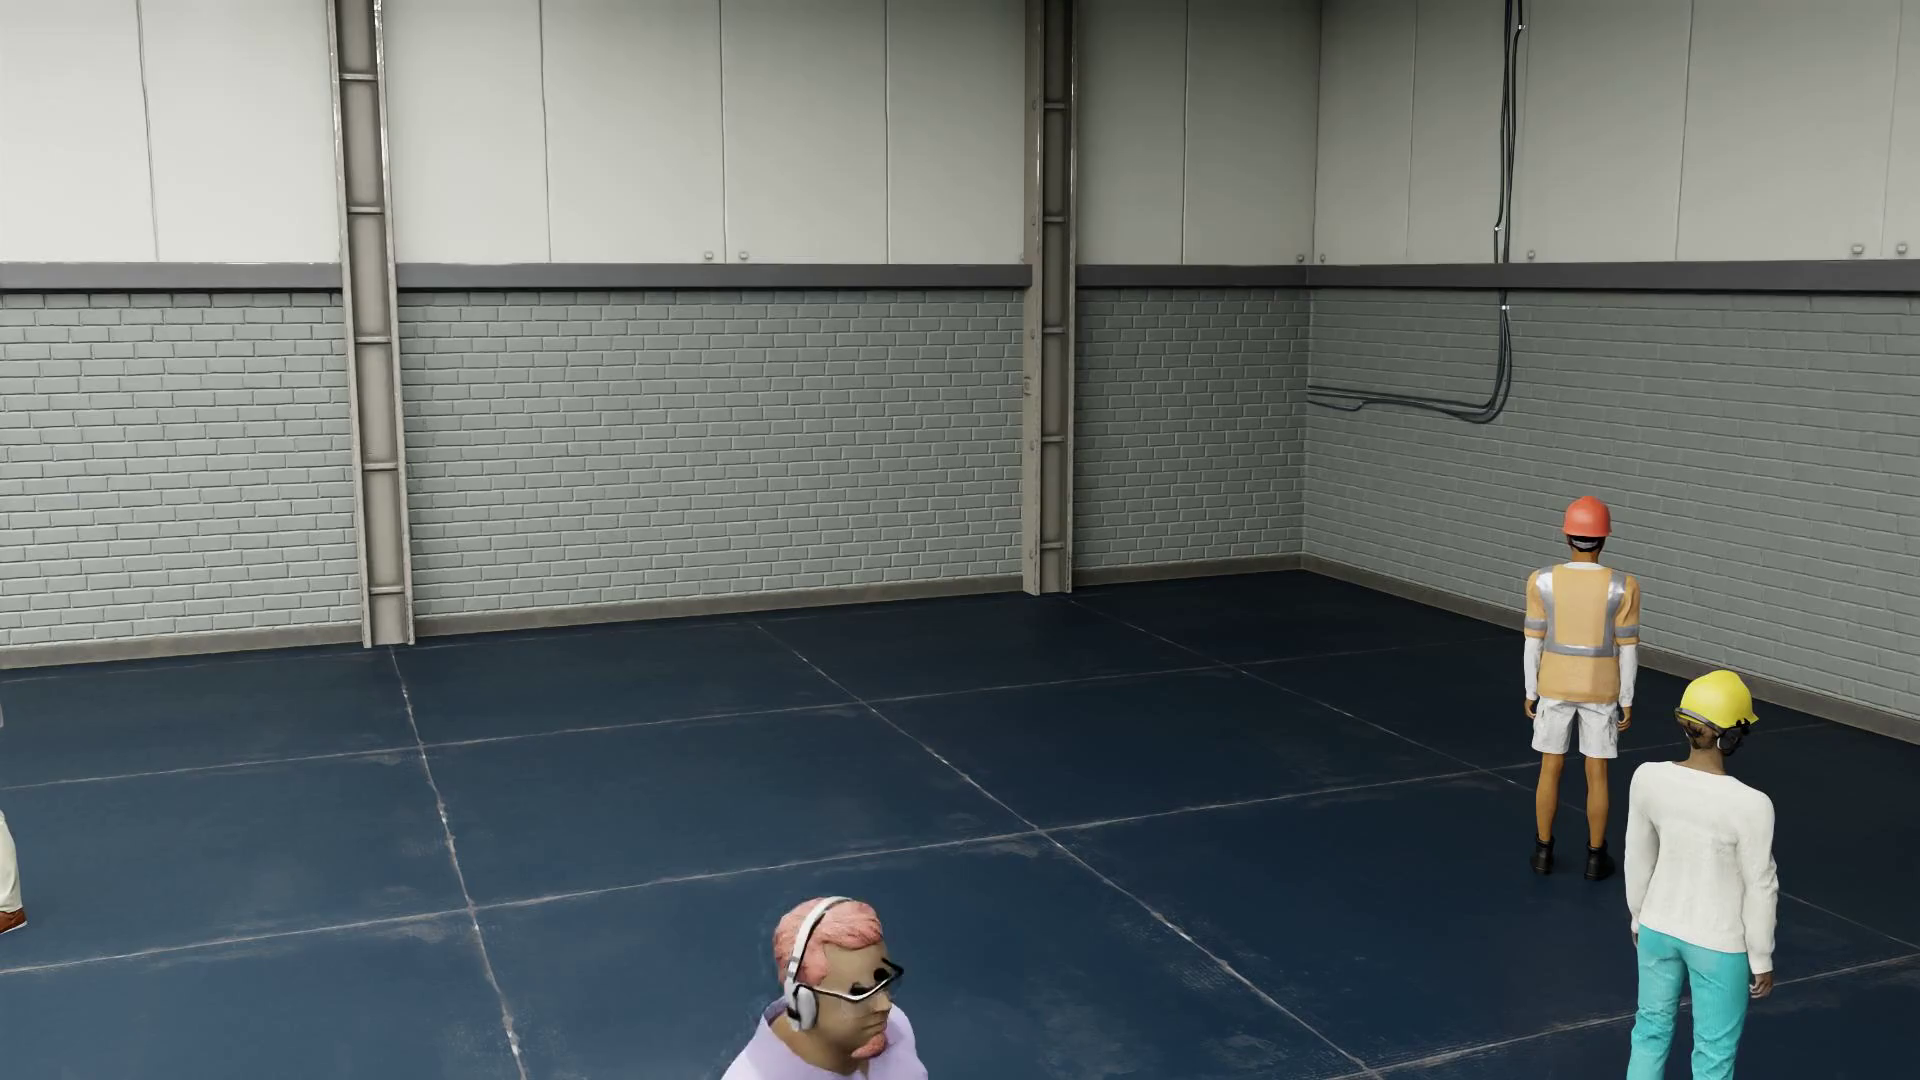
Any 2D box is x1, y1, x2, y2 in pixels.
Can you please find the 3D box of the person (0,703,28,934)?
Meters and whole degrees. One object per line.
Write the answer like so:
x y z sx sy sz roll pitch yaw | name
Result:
-4.568 0.904 7.623 0.509 1.860 0.311 7 11 37 | person

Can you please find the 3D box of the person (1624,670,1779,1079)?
2.418 1.295 5.445 0.315 1.769 0.524 -6 11 -32 | person

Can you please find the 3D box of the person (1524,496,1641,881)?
3.108 0.744 8.356 0.545 1.942 0.354 4 10 25 | person

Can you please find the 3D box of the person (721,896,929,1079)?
-0.224 1.590 3.206 0.436 1.888 0.667 5 11 31 | person
